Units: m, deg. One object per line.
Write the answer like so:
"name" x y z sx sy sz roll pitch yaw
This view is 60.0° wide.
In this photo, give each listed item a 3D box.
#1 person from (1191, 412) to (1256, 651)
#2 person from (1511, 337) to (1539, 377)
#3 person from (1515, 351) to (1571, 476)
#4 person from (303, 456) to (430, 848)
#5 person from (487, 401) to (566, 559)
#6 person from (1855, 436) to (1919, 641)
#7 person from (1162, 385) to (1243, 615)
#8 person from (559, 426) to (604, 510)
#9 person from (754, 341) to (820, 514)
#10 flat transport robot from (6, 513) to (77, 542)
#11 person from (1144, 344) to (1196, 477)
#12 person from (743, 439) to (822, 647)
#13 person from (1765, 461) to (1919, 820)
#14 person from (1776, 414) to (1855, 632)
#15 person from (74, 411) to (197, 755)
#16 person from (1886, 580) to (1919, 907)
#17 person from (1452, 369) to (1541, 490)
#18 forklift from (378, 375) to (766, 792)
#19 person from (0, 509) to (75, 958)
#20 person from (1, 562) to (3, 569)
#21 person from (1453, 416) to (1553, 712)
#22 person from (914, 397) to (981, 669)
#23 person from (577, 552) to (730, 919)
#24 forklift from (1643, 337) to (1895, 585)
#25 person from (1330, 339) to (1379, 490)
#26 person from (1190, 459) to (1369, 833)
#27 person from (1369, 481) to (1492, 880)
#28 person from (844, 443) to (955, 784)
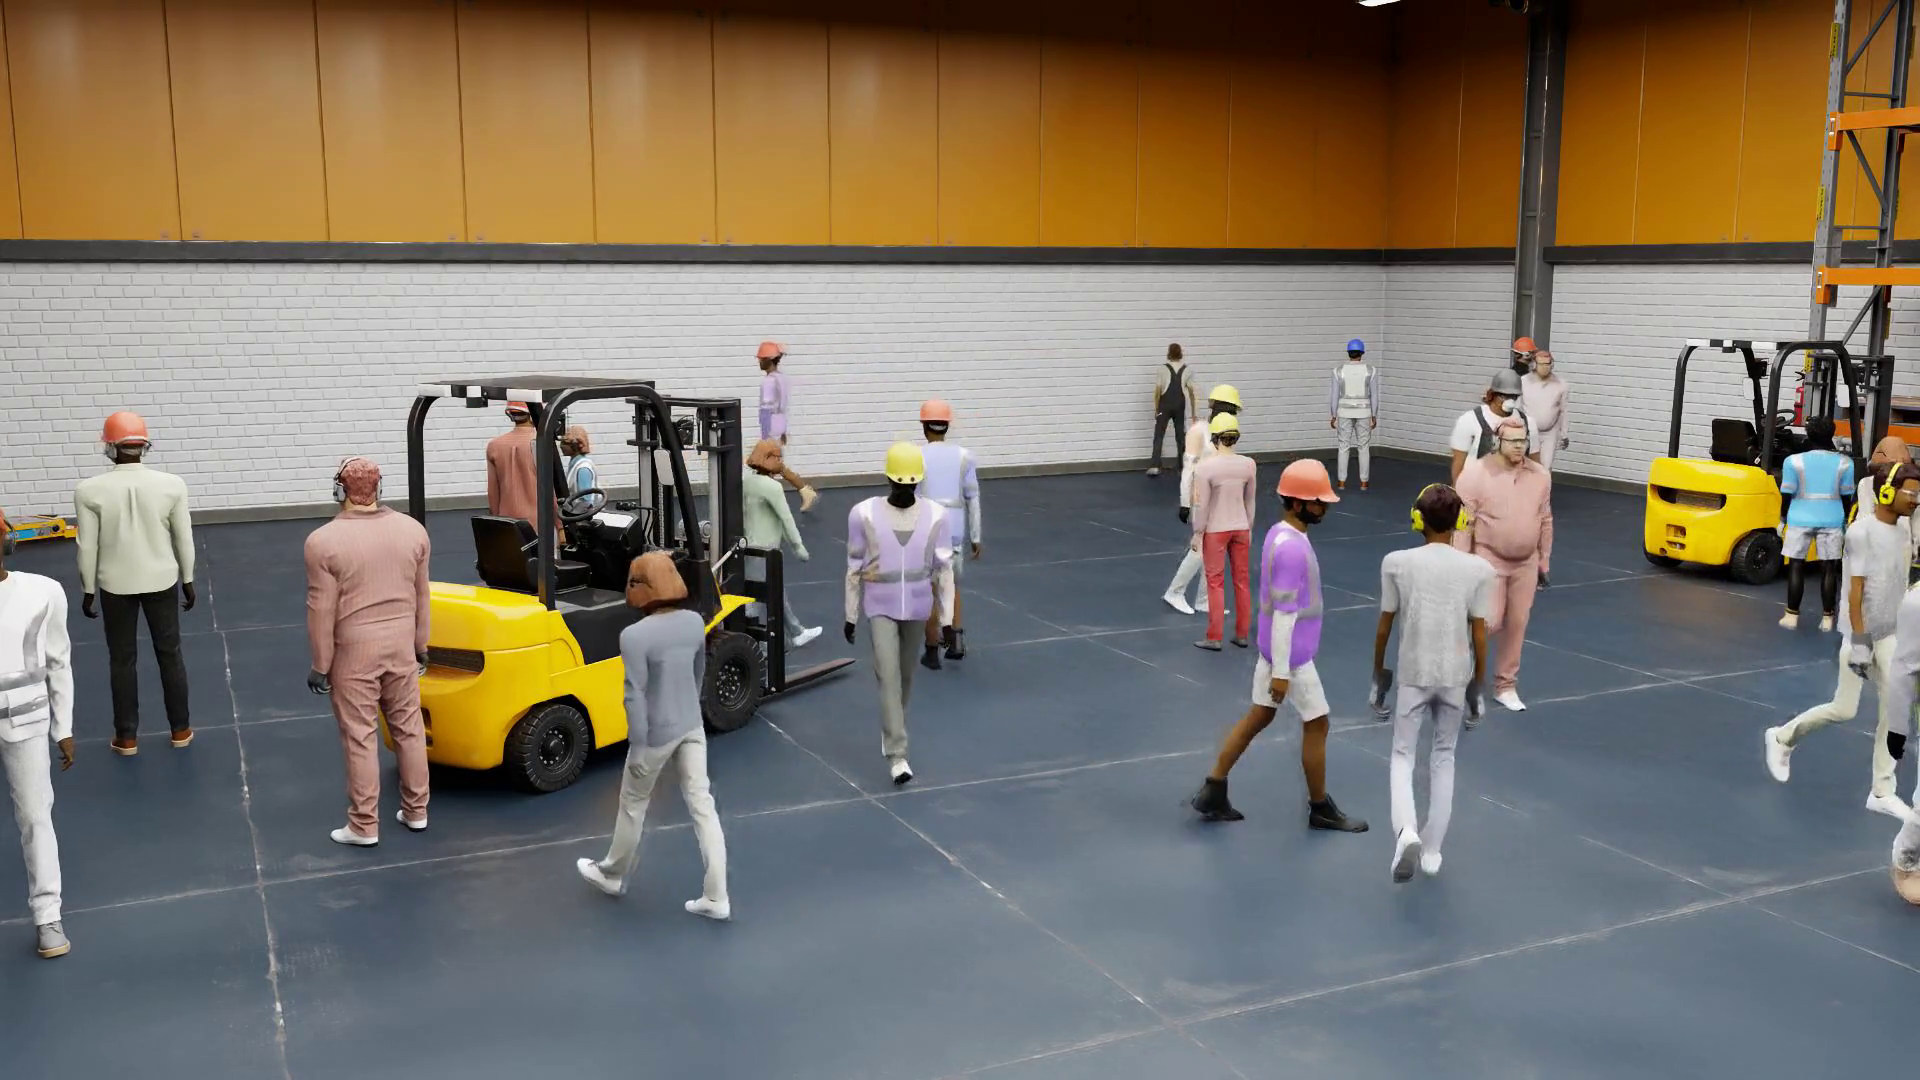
"person" 1.943 -0.060 12.304 0.526 1.769 0.330 -4 10 -23
"person" 6.928 -1.508 20.570 0.372 1.997 0.621 2 9 10
"person" 6.713 -1.246 19.272 0.664 1.892 0.439 1 9 8
"person" -2.901 0.542 8.140 0.399 1.909 0.642 8 12 40
"person" -3.083 -0.114 11.929 0.611 1.997 0.375 3 10 16
"person" 6.616 0.074 11.888 0.507 1.630 0.268 -1 9 -4
"person" 2.023 -0.320 13.610 0.433 1.881 0.671 8 12 41
"person" -2.895 -0.068 12.812 0.333 1.626 0.524 -4 10 -25
"person" -2.077 -1.276 19.104 0.915 2.018 0.614 2 9 10
"flat transport robot" -9.858 -0.080 17.052 0.652 0.197 1.431 6 11 33
"person" 2.856 -1.746 22.607 0.749 1.821 0.528 -1 9 -6
"person" -1.324 0.066 12.051 0.816 1.594 0.514 -5 11 -29
"person" 4.682 0.491 8.685 0.531 1.836 0.802 -5 10 -27
"person" 6.655 -0.130 12.957 0.537 1.696 0.319 2 9 13
"person" -4.785 0.248 9.683 0.623 1.993 0.385 -6 11 -33
"person" 4.235 0.771 6.990 0.668 1.824 0.549 1 9 7
"person" 4.400 -0.379 13.438 0.705 2.000 0.807 -1 9 -7
"forklift" -2.268 0.149 9.685 1.214 2.155 2.313 6 11 32
"person" -3.887 0.783 6.716 0.574 1.882 0.356 -5 10 -28
"person" -7.232 0.014 12.241 0.311 1.639 0.513 -2 9 -11
"person" 3.482 0.143 10.674 0.645 1.892 0.465 -2 9 -11
"person" -0.167 -0.048 11.771 0.582 1.915 0.440 -3 10 -20
"person" -1.327 0.836 7.273 0.844 1.583 0.525 7 11 36
"forklift" 7.551 -0.789 15.507 2.313 2.155 1.214 -4 10 -25
"person" 5.056 -1.602 21.342 0.604 1.937 0.403 2 9 12
"person" 1.573 0.536 8.280 0.978 1.891 0.567 1 9 4
"person" 2.143 0.668 7.577 0.520 1.849 0.602 2 9 14
"person" -0.331 0.384 9.263 0.601 1.860 1.032 -2 9 -13
